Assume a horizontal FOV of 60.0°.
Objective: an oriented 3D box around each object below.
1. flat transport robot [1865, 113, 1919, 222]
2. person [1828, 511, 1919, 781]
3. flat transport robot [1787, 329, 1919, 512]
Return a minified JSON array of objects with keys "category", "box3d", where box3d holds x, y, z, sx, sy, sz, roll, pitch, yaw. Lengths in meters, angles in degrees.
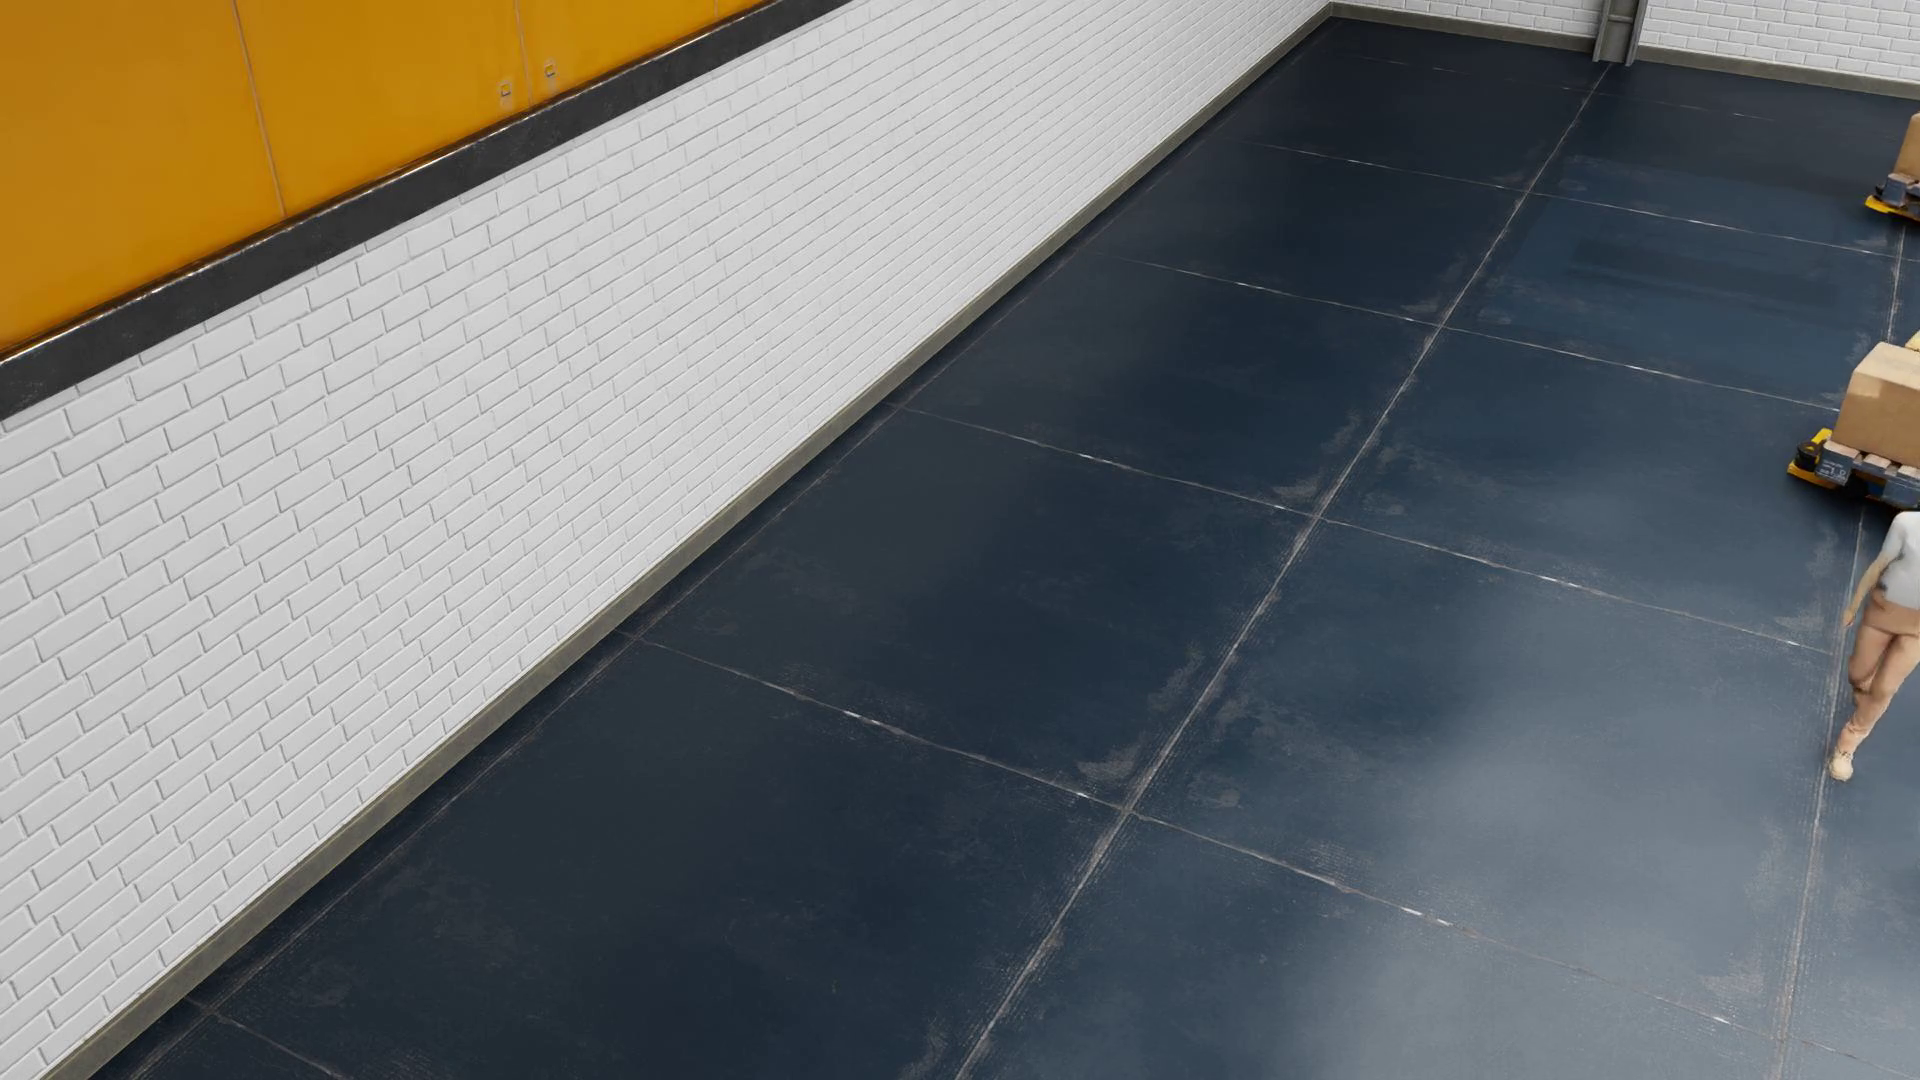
[{"category":"flat transport robot","box3d":[8.528,-2.746,14.062,0.659,0.231,1.431,-21,39,-28]},{"category":"person","box3d":[4.630,0.353,8.164,0.512,1.698,0.686,18,38,25]},{"category":"flat transport robot","box3d":[6.094,-0.366,10.522,1.431,0.231,0.659,26,42,33]}]
